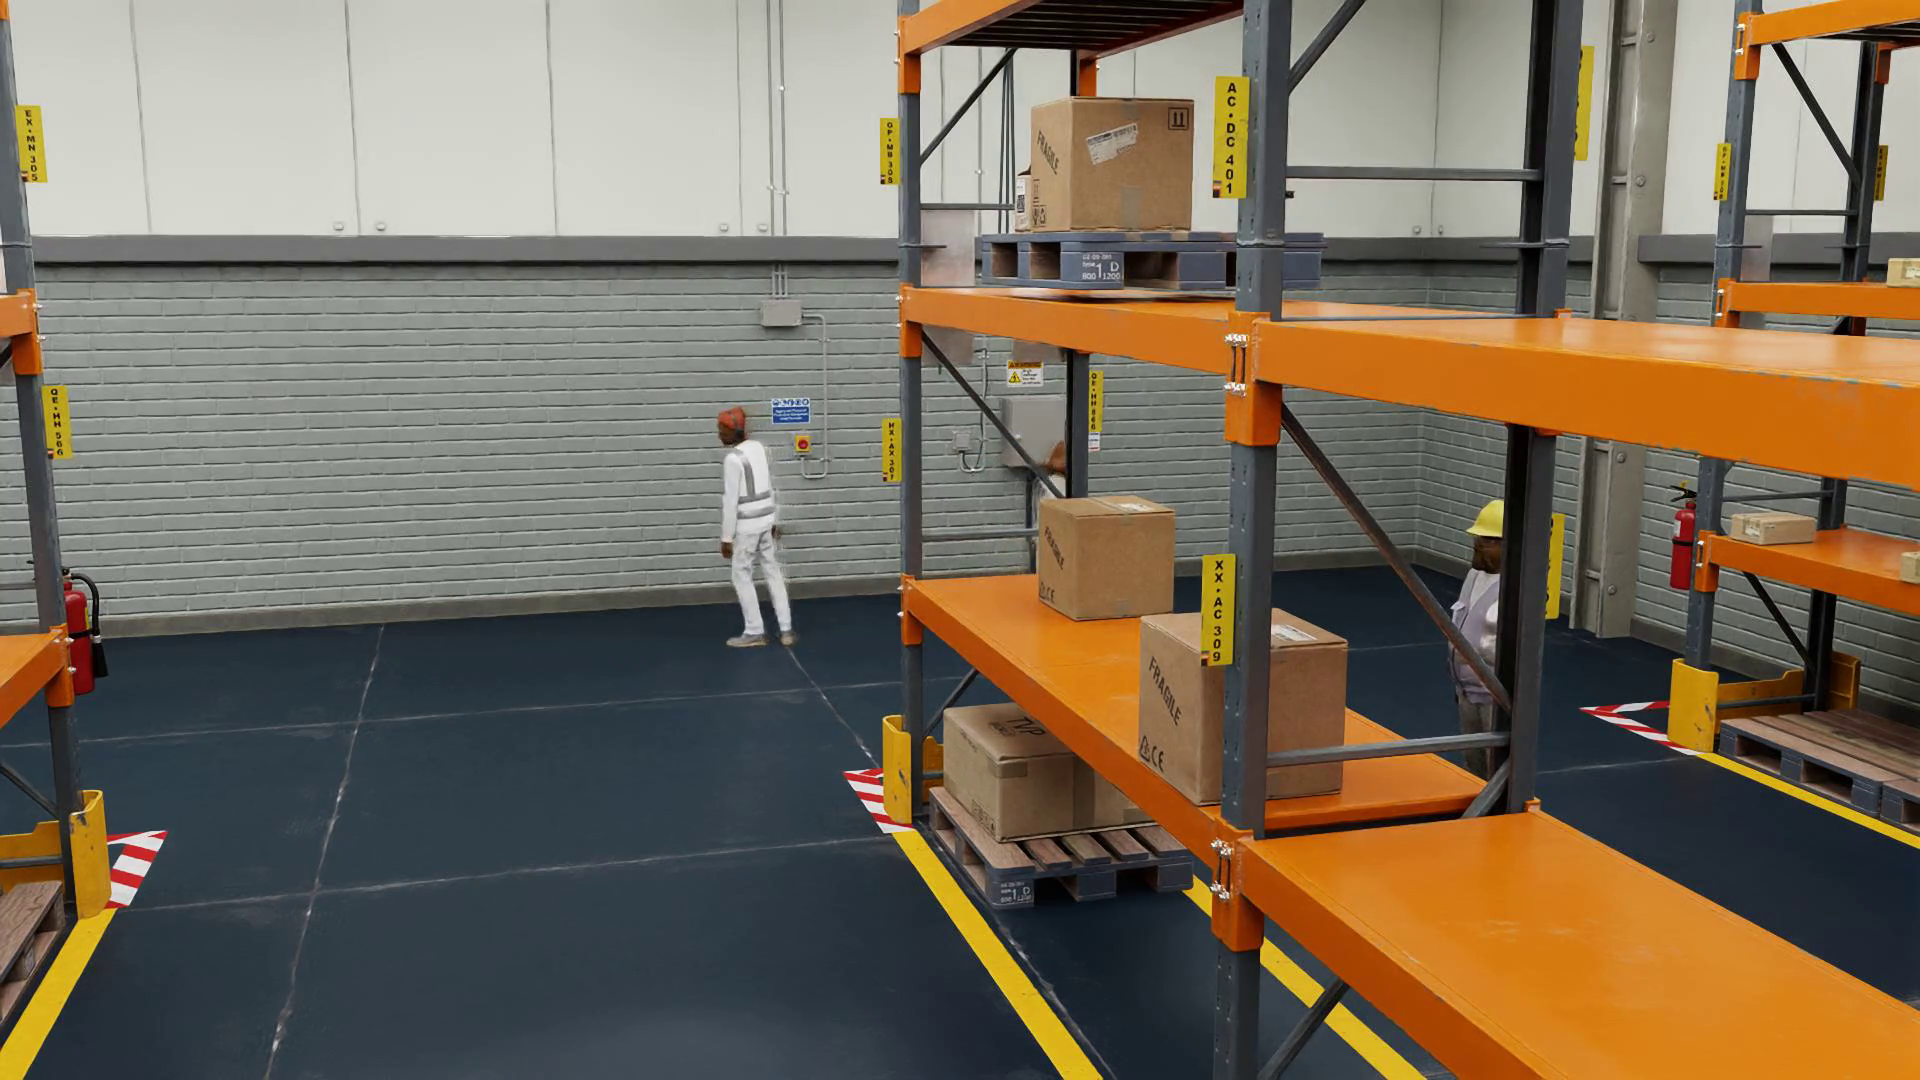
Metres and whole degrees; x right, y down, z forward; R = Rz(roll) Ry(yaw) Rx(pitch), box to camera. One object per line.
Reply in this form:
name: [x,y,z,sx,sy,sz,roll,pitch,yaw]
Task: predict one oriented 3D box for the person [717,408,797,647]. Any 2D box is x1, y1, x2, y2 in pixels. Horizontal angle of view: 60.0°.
person: [-1.524,-0.088,12.639,0.526,1.847,0.658,4,11,22]
